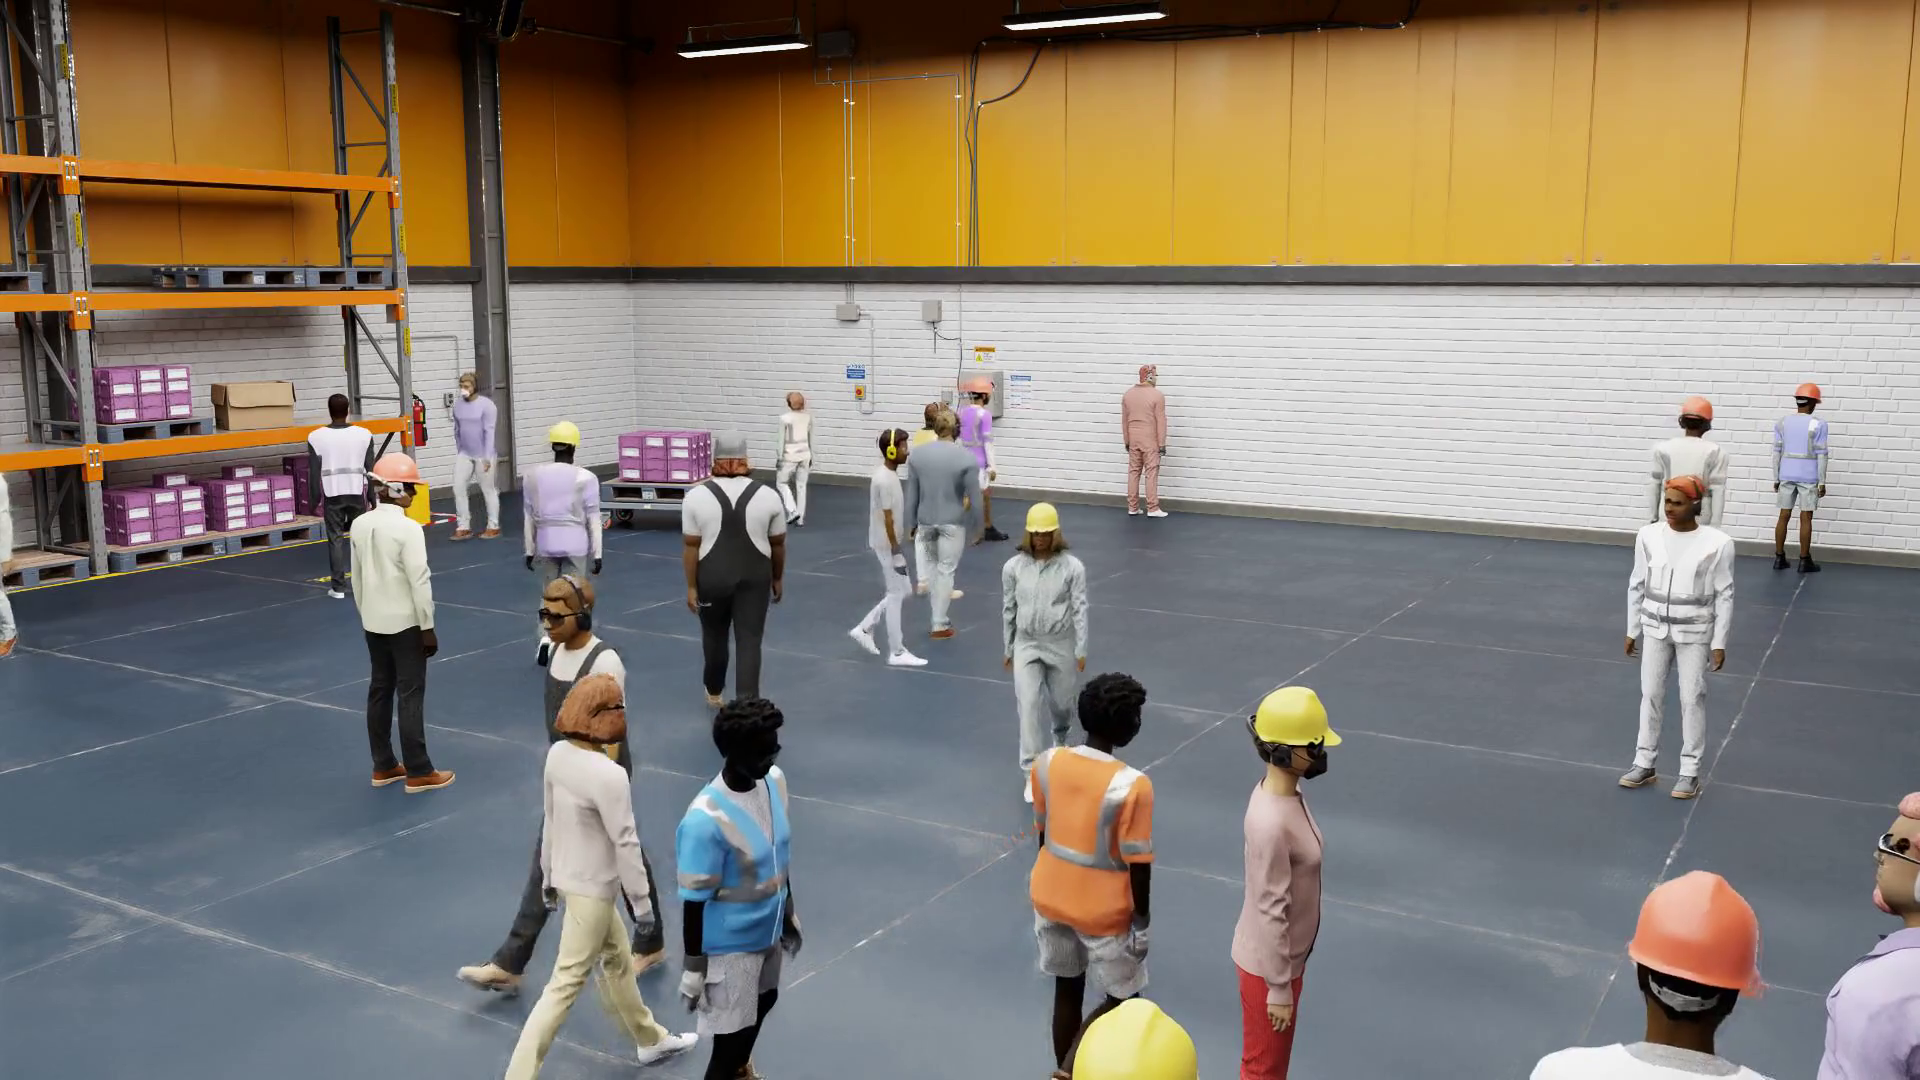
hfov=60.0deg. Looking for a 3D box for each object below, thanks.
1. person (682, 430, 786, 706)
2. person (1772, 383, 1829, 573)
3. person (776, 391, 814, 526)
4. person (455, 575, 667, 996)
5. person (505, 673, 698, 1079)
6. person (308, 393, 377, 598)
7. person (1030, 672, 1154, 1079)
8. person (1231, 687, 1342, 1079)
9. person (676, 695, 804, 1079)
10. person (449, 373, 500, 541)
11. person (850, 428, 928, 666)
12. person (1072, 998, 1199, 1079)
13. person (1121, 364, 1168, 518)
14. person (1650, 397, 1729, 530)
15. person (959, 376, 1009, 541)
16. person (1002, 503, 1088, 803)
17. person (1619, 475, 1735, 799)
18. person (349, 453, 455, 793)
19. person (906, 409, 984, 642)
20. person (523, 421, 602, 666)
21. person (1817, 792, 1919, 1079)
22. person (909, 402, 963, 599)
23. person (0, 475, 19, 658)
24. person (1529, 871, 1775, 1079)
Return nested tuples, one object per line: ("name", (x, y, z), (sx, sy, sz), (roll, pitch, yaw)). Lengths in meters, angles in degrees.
("person", (-1.531, 0.215, 11.279), (0.695, 2.000, 1.033), (-2, 9, -12))
("person", (8.557, -0.634, 16.932), (0.372, 1.928, 0.543), (-7, 12, -38))
("person", (-1.972, -0.965, 19.906), (0.547, 1.626, 0.366), (-7, 11, -37))
("person", (-1.630, 1.033, 6.931), (0.936, 1.793, 0.527), (-9, 13, -44))
("person", (-1.358, 1.272, 6.092), (0.866, 1.588, 0.522), (-7, 12, -38))
("person", (-5.759, -0.409, 15.563), (0.596, 1.914, 0.372), (-5, 10, -28))
("person", (0.418, 1.281, 5.739), (0.549, 1.672, 0.514), (8, 12, 40))
("person", (1.014, 1.322, 5.227), (0.314, 1.769, 0.525), (2, 9, 13))
("person", (-0.758, 1.311, 5.601), (0.474, 1.670, 0.730), (4, 10, 23))
("person", (-5.529, -0.926, 18.810), (0.646, 1.913, 0.779), (4, 10, 21))
("person", (-0.538, 0.061, 12.819), (0.543, 1.855, 0.552), (1, 9, 5))
("person", (0.299, 1.667, 2.853), (0.597, 1.836, 0.404), (5, 10, 28))
("person", (2.326, -1.233, 20.751), (0.643, 1.905, 0.400), (9, 13, 44))
("person", (6.140, -0.201, 14.018), (0.614, 1.999, 1.003), (6, 11, 31))
("person", (0.133, -0.878, 18.572), (0.944, 1.905, 0.556), (-5, 10, -29))
("person", (0.502, 0.614, 9.796), (0.498, 1.724, 0.751), (1, 9, 6))
("person", (4.160, 0.553, 9.658), (0.582, 1.882, 0.338), (9, 13, 44))
("person", (-3.290, 0.484, 9.766), (0.608, 1.988, 0.392), (6, 11, 33))
("person", (-0.091, -0.133, 13.840), (0.655, 1.910, 0.737), (4, 10, 26))
("person", (-3.025, 0.054, 12.663), (0.613, 1.912, 0.545), (0, 9, 3))
("person", (2.118, 1.491, 3.717), (0.645, 1.913, 0.409), (-4, 10, -25))
("person", (-0.221, -0.371, 15.559), (0.430, 1.845, 0.623), (-5, 11, -30))
("person", (-7.564, 0.070, 12.730), (0.657, 1.883, 1.005), (-2, 9, -14))
("person", (1.382, 1.574, 3.299), (0.563, 1.875, 1.003), (4, 10, 21))
